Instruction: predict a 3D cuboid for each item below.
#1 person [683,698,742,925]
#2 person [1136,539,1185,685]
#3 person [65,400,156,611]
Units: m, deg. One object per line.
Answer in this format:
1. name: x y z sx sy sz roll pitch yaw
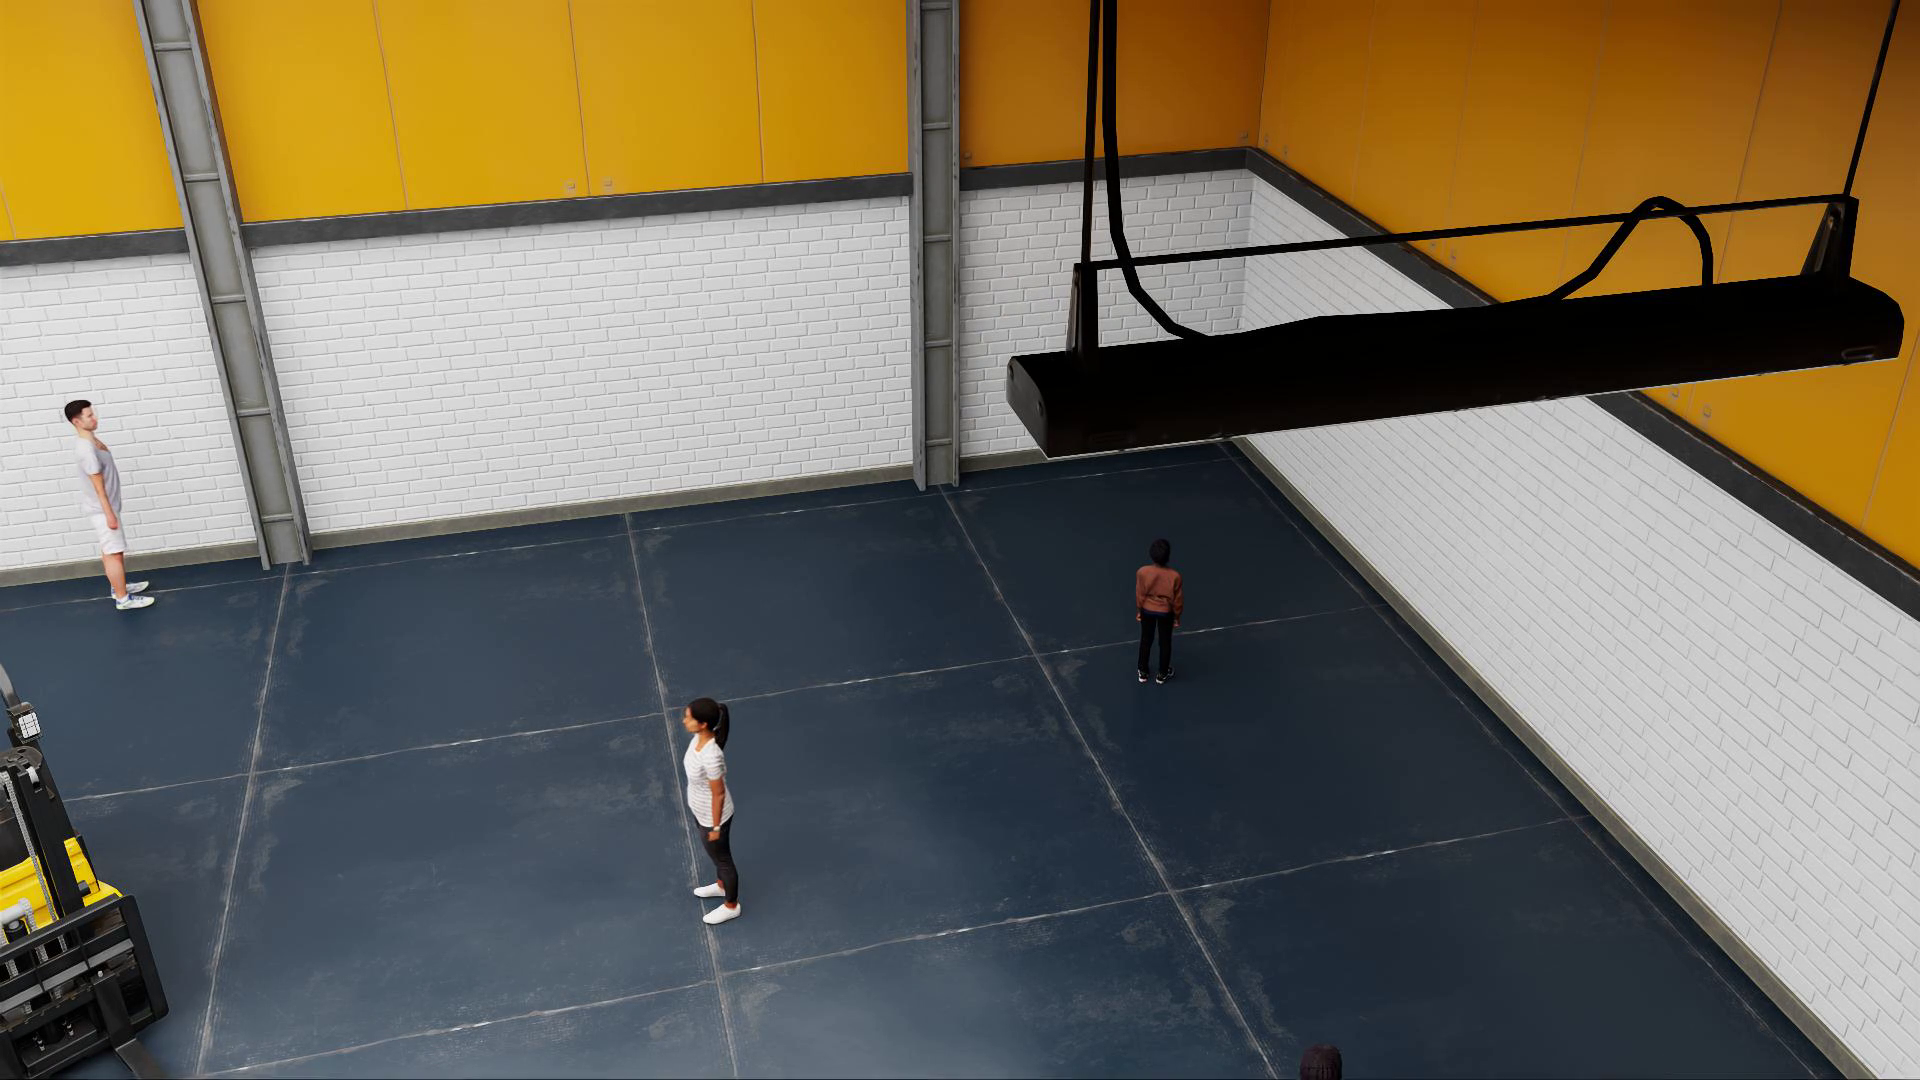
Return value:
1. person: -1.547 1.677 10.441 0.508 1.646 0.559 -8 30 -14
2. person: 1.533 0.547 12.921 0.559 1.255 0.658 8 30 14
3. person: -7.140 -0.303 13.854 0.651 1.854 0.727 -15 32 -25
